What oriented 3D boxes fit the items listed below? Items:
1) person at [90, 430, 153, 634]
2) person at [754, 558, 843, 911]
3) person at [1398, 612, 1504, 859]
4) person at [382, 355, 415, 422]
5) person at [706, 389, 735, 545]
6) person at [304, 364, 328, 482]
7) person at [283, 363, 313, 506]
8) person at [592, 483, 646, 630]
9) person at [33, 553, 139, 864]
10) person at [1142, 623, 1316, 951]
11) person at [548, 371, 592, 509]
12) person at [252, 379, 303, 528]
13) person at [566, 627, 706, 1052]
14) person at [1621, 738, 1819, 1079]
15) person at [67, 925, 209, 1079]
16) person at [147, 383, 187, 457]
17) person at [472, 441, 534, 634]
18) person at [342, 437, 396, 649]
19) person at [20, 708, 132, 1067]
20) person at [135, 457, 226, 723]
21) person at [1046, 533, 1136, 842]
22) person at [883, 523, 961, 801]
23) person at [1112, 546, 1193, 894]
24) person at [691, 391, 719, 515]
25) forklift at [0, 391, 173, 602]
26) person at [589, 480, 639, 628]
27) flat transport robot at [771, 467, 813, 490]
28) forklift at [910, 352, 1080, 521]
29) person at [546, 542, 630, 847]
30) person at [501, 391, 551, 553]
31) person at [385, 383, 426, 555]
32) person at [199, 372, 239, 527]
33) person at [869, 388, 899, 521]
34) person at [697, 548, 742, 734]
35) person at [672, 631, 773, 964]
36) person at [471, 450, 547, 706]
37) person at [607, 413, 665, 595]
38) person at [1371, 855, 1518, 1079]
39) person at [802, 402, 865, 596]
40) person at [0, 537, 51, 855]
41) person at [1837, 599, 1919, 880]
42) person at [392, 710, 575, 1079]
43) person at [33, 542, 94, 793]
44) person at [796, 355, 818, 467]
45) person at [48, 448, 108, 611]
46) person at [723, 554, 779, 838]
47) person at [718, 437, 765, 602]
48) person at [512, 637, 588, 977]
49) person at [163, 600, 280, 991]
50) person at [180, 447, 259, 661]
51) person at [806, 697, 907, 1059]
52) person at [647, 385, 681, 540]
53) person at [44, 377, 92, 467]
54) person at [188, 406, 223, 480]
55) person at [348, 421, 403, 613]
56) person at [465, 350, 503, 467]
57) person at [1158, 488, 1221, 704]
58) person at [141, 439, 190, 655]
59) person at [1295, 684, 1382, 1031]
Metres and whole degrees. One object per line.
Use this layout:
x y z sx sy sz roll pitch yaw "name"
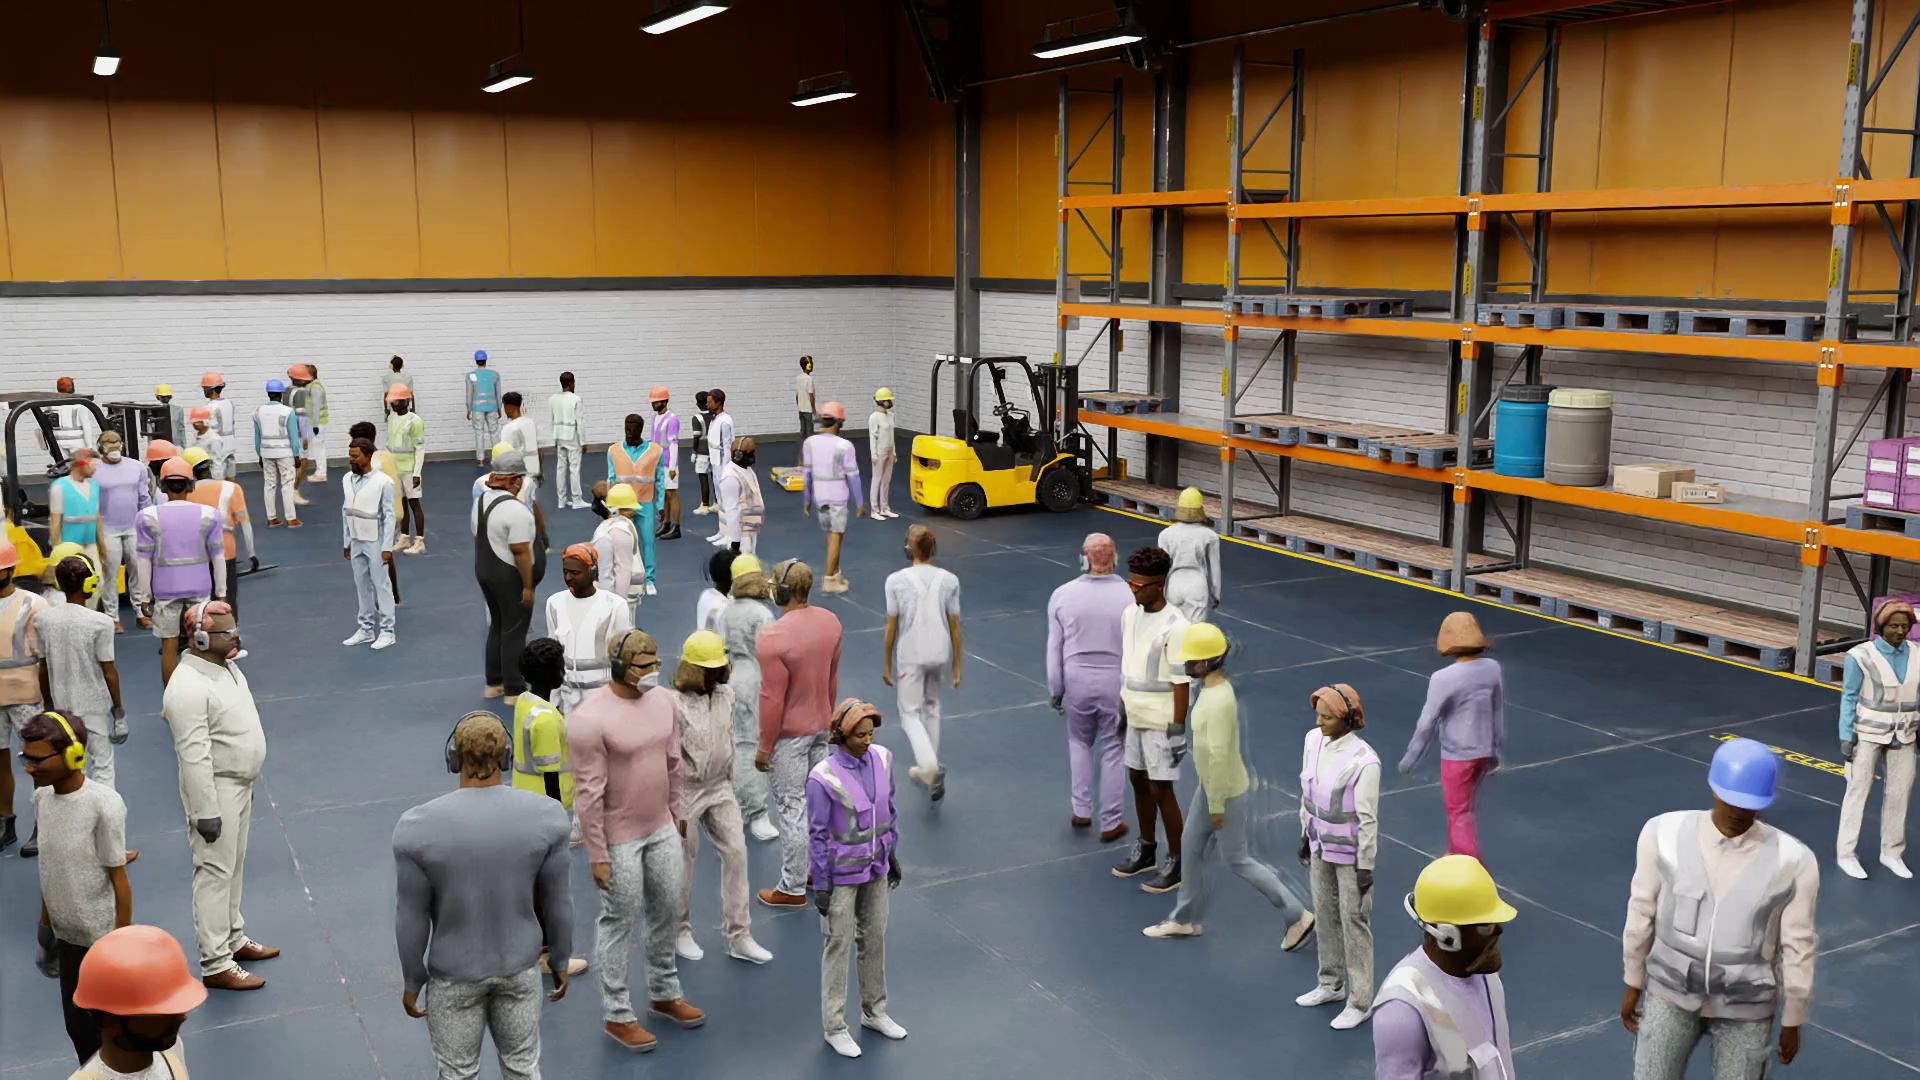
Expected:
-7.923 -0.079 15.656 0.384 1.929 0.635 9 13 42 "person"
-0.897 1.054 9.092 0.372 1.940 0.631 6 12 31 "person"
2.722 1.194 9.175 0.536 1.608 0.598 -7 12 -35 "person"
-9.299 -2.129 27.601 0.513 1.877 0.328 -4 11 -22 "person"
-2.908 -0.896 20.376 0.371 1.916 0.597 -4 10 -19 "person"
-10.100 -1.830 26.009 0.429 1.837 0.629 -4 11 -23 "person"
-9.427 -1.498 23.582 0.460 2.021 0.808 -9 13 -43 "person"
-2.619 0.468 12.812 0.403 1.821 0.601 1 10 4 "person"
-5.072 1.002 9.627 0.514 1.861 0.322 2 10 9 "person"
1.407 1.259 8.518 0.835 1.729 0.550 1 10 5 "person"
-5.472 -1.393 23.232 0.592 1.920 0.392 5 11 27 "person"
-8.842 -1.115 21.585 0.605 1.939 0.415 2 10 10 "person"
-1.459 1.335 7.509 0.402 1.933 0.632 6 12 32 "person"
2.667 1.614 5.899 0.612 1.930 0.432 6 11 30 "person"
-2.050 1.899 4.237 0.378 1.933 0.551 0 10 -2 "person"
-11.019 -1.302 23.151 0.316 1.767 0.535 9 13 41 "person"
-4.228 -0.011 15.522 0.592 1.832 0.404 -8 13 -38 "person"
-5.360 0.021 15.094 0.591 1.920 0.393 5 11 26 "person"
-3.394 1.556 6.446 0.523 1.858 0.337 5 11 28 "person"
-5.944 0.380 12.729 0.612 2.029 0.407 -6 11 -31 "person"
0.892 0.895 10.154 0.700 1.893 0.477 3 10 16 "person"
-0.217 0.805 10.881 0.505 1.818 0.754 -4 11 -21 "person"
1.085 0.993 9.403 0.370 1.955 0.614 -4 11 -24 "person"
-3.461 -1.188 22.704 0.319 1.693 0.532 7 12 35 "person"
-9.026 -0.363 16.508 1.214 2.155 2.313 6 11 29 "forklift"
-2.682 0.450 12.842 0.429 1.842 0.636 -3 10 -15 "person"
-2.449 -0.954 25.441 0.652 0.197 1.431 -3 10 -16 "flat transport robot"
0.460 -1.461 22.833 2.313 2.155 1.214 -5 11 -28 "forklift"
-2.216 0.938 9.951 0.568 1.878 0.351 3 10 19 "person"
-5.317 -0.807 19.841 0.997 1.908 0.645 3 10 17 "person"
-6.585 -0.840 19.688 0.608 2.046 0.368 7 12 34 "person"
-9.542 -1.137 21.400 0.382 2.045 0.605 1 10 4 "person"
-1.015 -1.153 22.287 0.307 1.770 0.533 6 12 31 "person"
-1.502 0.878 10.843 0.566 1.671 0.546 -3 10 -18 "person"
-1.231 1.299 8.301 0.716 1.716 0.504 8 13 40 "person"
-3.557 0.282 13.242 0.538 2.000 0.689 -9 13 -42 "person"
-3.370 -0.371 17.360 0.590 1.916 0.399 -1 10 -5 "person"
1.447 1.822 4.960 0.403 1.837 0.590 8 13 38 "person"
-1.302 -0.436 17.424 0.659 2.025 0.558 6 11 30 "person"
-5.643 0.926 9.871 0.551 1.931 0.386 1 10 5 "person"
5.271 1.136 9.518 0.524 1.634 0.313 -1 10 -4 "person"
-1.737 1.576 6.130 0.636 1.928 0.383 -5 11 -25 "person"
-5.786 0.891 10.709 0.518 1.732 0.523 -9 13 -43 "person"
-2.516 -2.113 27.508 0.328 1.876 0.513 -7 12 -36 "person"
-8.057 0.067 15.135 0.439 1.815 0.593 2 10 14 "person"
-1.247 0.961 10.313 0.306 1.706 0.672 -7 12 -36 "person"
-2.085 -0.077 15.929 0.429 1.830 0.635 1 10 7 "person"
-2.059 1.315 8.279 0.316 1.695 0.542 -5 11 -25 "person"
-3.605 1.233 8.152 0.407 1.908 0.641 -2 10 -10 "person"
-6.566 0.115 14.684 0.664 1.879 0.597 -1 10 -6 "person"
-0.475 1.494 7.443 0.324 1.631 0.523 8 13 40 "person"
-3.707 -0.966 20.754 0.388 1.930 0.544 -8 13 -38 "person"
-12.165 -1.291 22.744 0.585 1.882 0.340 -1 10 -4 "person"
-9.079 -0.747 20.028 0.573 1.744 0.344 8 13 38 "person"
-5.741 -0.218 16.459 0.427 1.945 0.669 0 10 0 "person"
-7.953 -2.196 27.781 0.615 1.942 0.398 -6 12 -33 "person"
1.840 0.425 13.412 0.512 1.690 0.920 2 10 13 "person"
-7.025 0.064 14.829 0.387 1.929 0.546 -1 10 -5 "person"
1.756 1.452 7.706 0.323 1.630 0.509 -4 11 -22 "person"
